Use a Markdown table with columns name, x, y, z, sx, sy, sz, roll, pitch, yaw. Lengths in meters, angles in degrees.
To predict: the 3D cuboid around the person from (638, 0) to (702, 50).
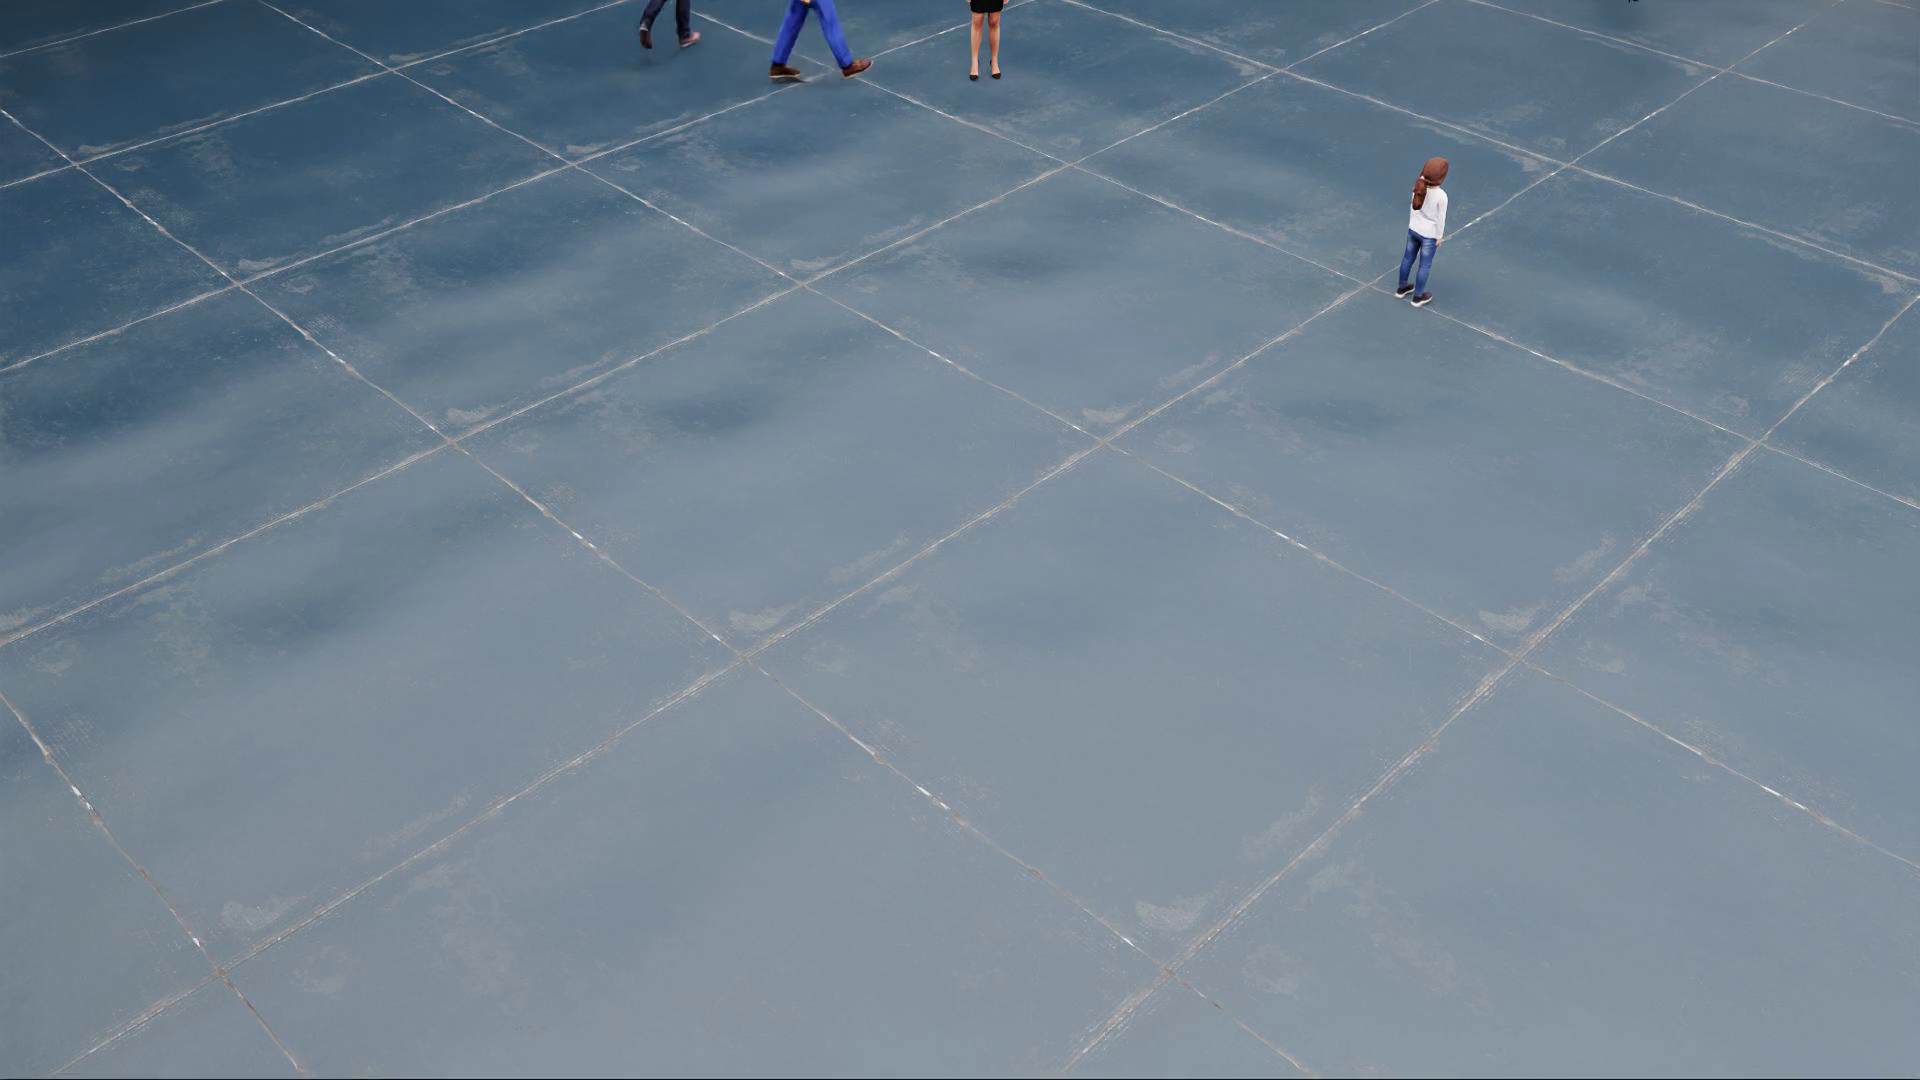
| name | x | y | z | sx | sy | sz | roll | pitch | yaw |
| --- | --- | --- | --- | --- | --- | --- | --- | --- | --- |
| person | -2.796 | -5.498 | 15.691 | 0.883 | 1.824 | 1.073 | 20 | 42 | 25 |

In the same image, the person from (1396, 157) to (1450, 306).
| name | x | y | z | sx | sy | sz | roll | pitch | yaw |
| --- | --- | --- | --- | --- | --- | --- | --- | --- | --- |
| person | 3.347 | -2.249 | 12.005 | 0.478 | 1.112 | 0.443 | -28 | 45 | -32 |

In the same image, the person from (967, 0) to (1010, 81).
| name | x | y | z | sx | sy | sz | roll | pitch | yaw |
| --- | --- | --- | --- | --- | --- | --- | --- | --- | --- |
| person | 0.247 | -5.056 | 15.258 | 0.612 | 1.644 | 0.682 | -2 | 37 | -2 |

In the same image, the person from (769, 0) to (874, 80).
| name | x | y | z | sx | sy | sz | roll | pitch | yaw |
| --- | --- | --- | --- | --- | --- | --- | --- | --- | --- |
| person | -1.451 | -5.025 | 15.072 | 1.301 | 1.820 | 1.100 | -7 | 38 | -9 |
